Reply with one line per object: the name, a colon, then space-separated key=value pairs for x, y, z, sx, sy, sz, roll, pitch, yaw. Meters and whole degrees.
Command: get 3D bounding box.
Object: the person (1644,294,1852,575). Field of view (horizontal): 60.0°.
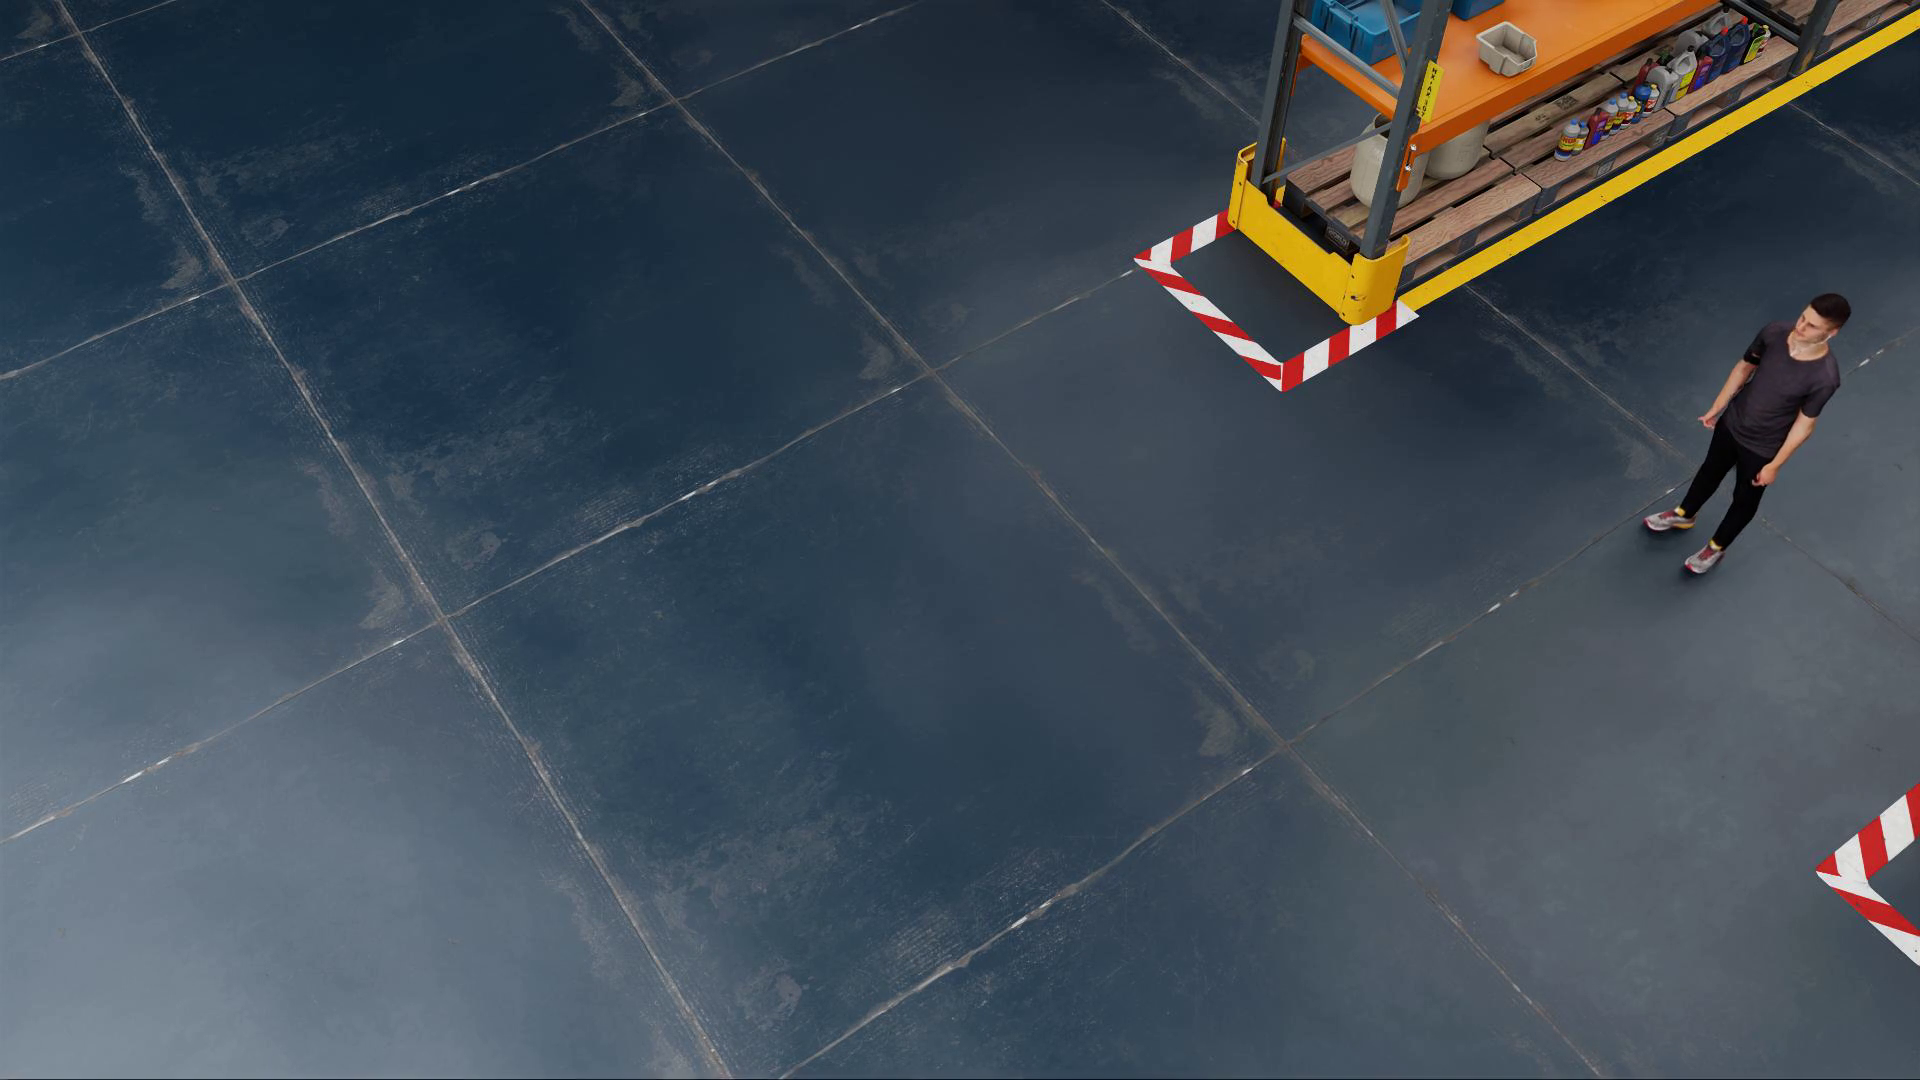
person: x=3.846 y=-0.525 z=8.019 sx=0.609 sy=1.764 sz=0.679 roll=-19 pitch=55 yaw=-14
